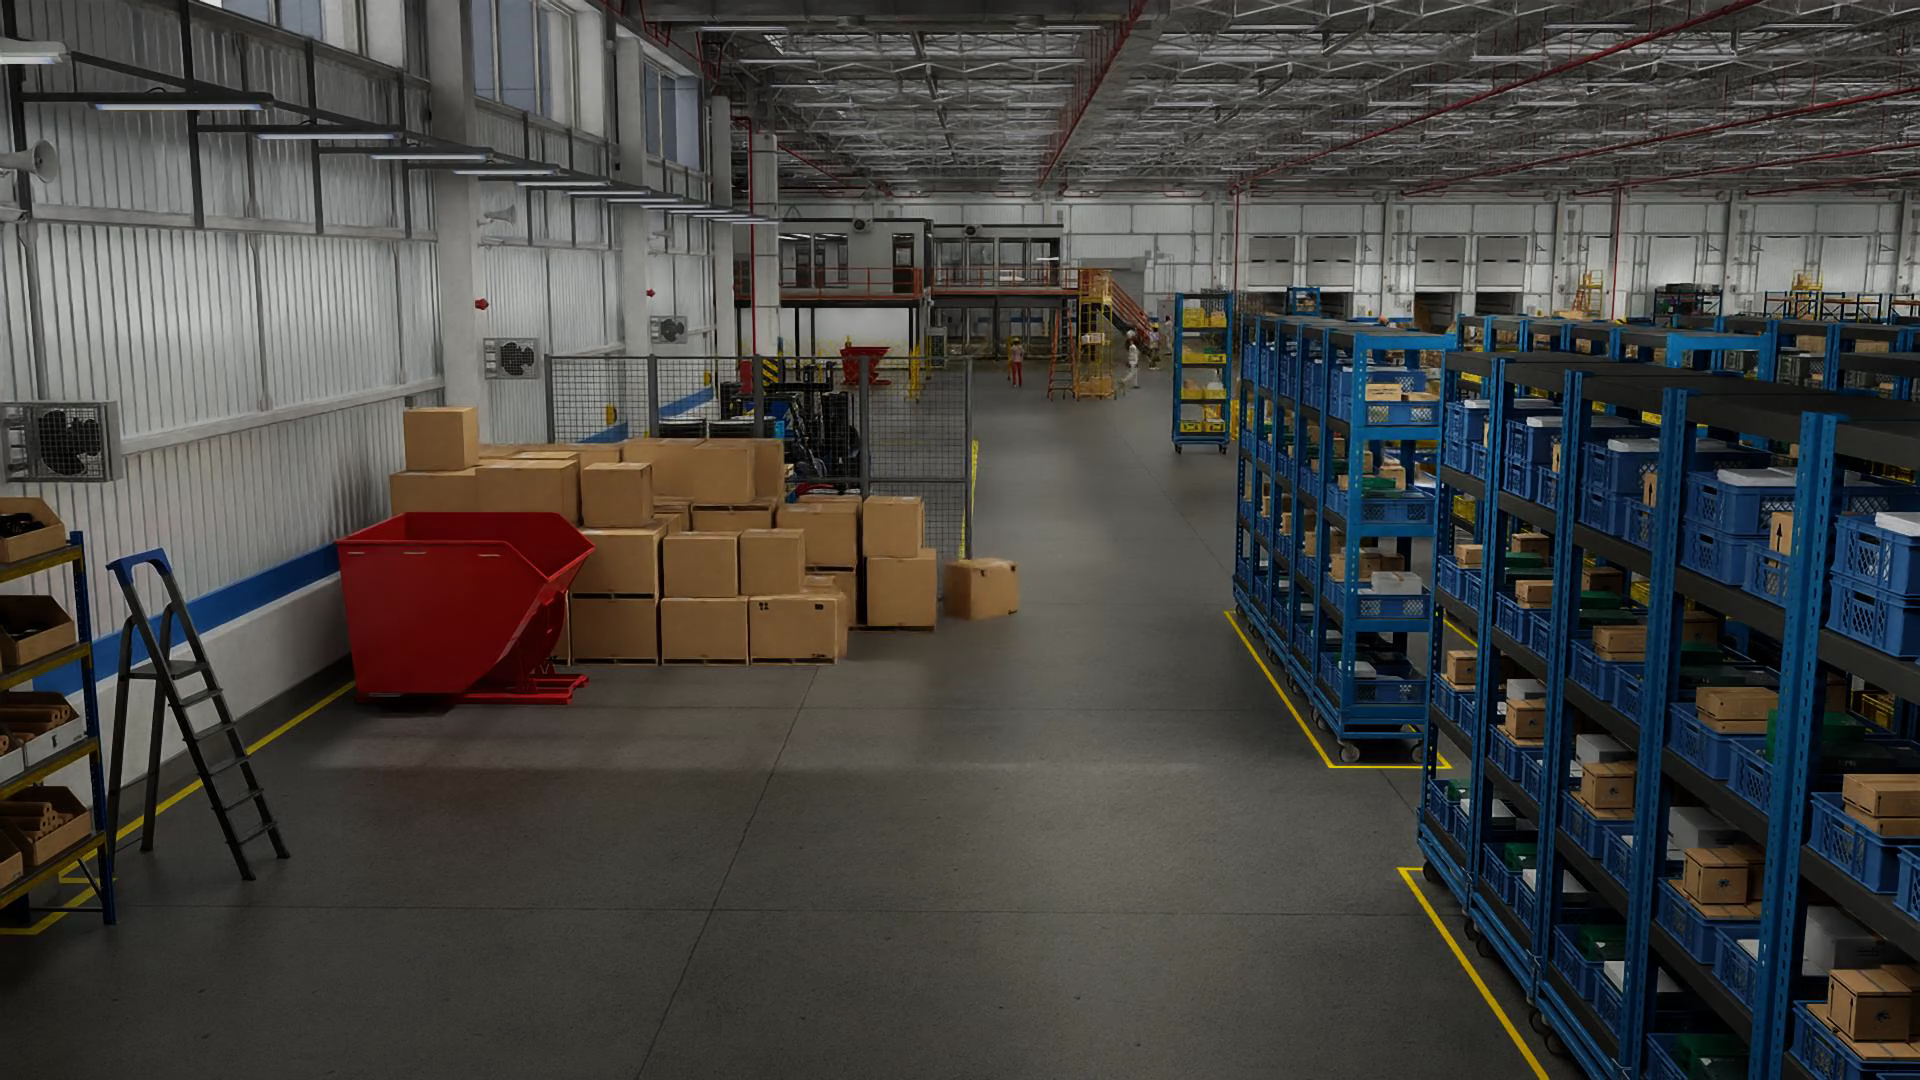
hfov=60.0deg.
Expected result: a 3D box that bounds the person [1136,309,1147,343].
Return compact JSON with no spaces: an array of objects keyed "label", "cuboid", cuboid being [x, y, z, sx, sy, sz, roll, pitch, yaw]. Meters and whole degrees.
[{"label":"person","cuboid":[9.889,-11.581,90.726,0.615,1.994,0.381,1,9,5]}]

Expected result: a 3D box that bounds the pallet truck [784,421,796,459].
[{"label":"pallet truck","cuboid":[-4.013,-1.793,32.705,1.601,1.201,0.680,0,9,1]}]

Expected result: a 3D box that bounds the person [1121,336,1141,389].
[{"label":"person","cuboid":[5.934,-6.137,57.546,0.645,1.863,0.595,0,9,2]}]

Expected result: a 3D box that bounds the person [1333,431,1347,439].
[{"label":"person","cuboid":[5.141,-0.542,22.623,0.613,1.997,0.374,6,11,35]}]

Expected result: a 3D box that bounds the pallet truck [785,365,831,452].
[{"label":"pallet truck","cuboid":[-3.774,-2.976,37.635,1.885,1.965,0.823,1,9,5]}]

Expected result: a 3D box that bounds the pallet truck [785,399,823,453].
[{"label":"pallet truck","cuboid":[-3.814,-2.432,36.419,1.630,1.274,0.653,0,9,1]}]

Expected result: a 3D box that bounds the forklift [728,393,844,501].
[{"label":"forklift","cuboid":[-2.979,-1.316,26.476,2.680,1.987,1.157,0,9,1]}]

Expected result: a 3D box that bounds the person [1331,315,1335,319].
[{"label":"person","cuboid":[20.640,-11.622,91.984,0.551,1.655,0.821,-1,9,-8]}]

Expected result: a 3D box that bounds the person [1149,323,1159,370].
[{"label":"person","cuboid":[8.091,-8.033,69.050,0.388,1.926,0.590,8,12,40]}]

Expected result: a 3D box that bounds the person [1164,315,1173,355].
[{"label":"person","cuboid":[10.094,-9.914,80.620,0.359,1.936,0.632,6,11,32]}]

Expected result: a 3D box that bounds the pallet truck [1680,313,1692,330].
[{"label":"pallet truck","cuboid":[36.315,-10.531,84.244,0.823,1.965,1.885,-6,11,-33]}]

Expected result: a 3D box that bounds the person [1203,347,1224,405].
[{"label":"person","cuboid":[7.659,-4.828,49.523,0.815,1.847,0.519,3,10,20]}]

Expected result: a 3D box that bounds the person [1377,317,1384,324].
[{"label":"person","cuboid":[19.022,-9.061,75.104,0.560,2.011,0.661,-1,9,-6]}]

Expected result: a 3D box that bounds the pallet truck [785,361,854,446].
[{"label":"pallet truck","cuboid":[-3.410,-3.193,38.978,1.885,1.965,0.823,0,9,-1]}]

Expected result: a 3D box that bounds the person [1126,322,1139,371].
[{"label":"person","cuboid":[7.037,-7.892,67.830,0.541,2.000,0.687,2,9,13]}]

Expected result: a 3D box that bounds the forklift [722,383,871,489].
[{"label":"forklift","cuboid":[-2.893,-1.687,28.729,2.680,1.987,1.157,0,9,-1]}]

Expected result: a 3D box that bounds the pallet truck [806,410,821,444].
[{"label":"pallet truck","cuboid":[-3.559,-2.018,33.905,1.522,1.261,0.704,0,9,-1]}]

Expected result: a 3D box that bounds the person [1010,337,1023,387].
[{"label":"person","cuboid":[1.985,-6.268,58.688,0.517,1.757,0.335,-6,11,-32]}]

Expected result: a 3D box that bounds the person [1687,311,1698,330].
[{"label":"person","cuboid":[39.508,-11.344,89.448,0.601,1.951,1.012,-7,11,-36]}]

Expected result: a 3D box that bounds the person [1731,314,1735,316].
[{"label":"person","cuboid":[40.059,-10.817,86.388,0.593,1.870,0.497,0,9,-3]}]

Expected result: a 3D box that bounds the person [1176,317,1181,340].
[{"label":"person","cuboid":[12.704,-12.344,95.822,0.598,1.890,1.003,4,10,26]}]
